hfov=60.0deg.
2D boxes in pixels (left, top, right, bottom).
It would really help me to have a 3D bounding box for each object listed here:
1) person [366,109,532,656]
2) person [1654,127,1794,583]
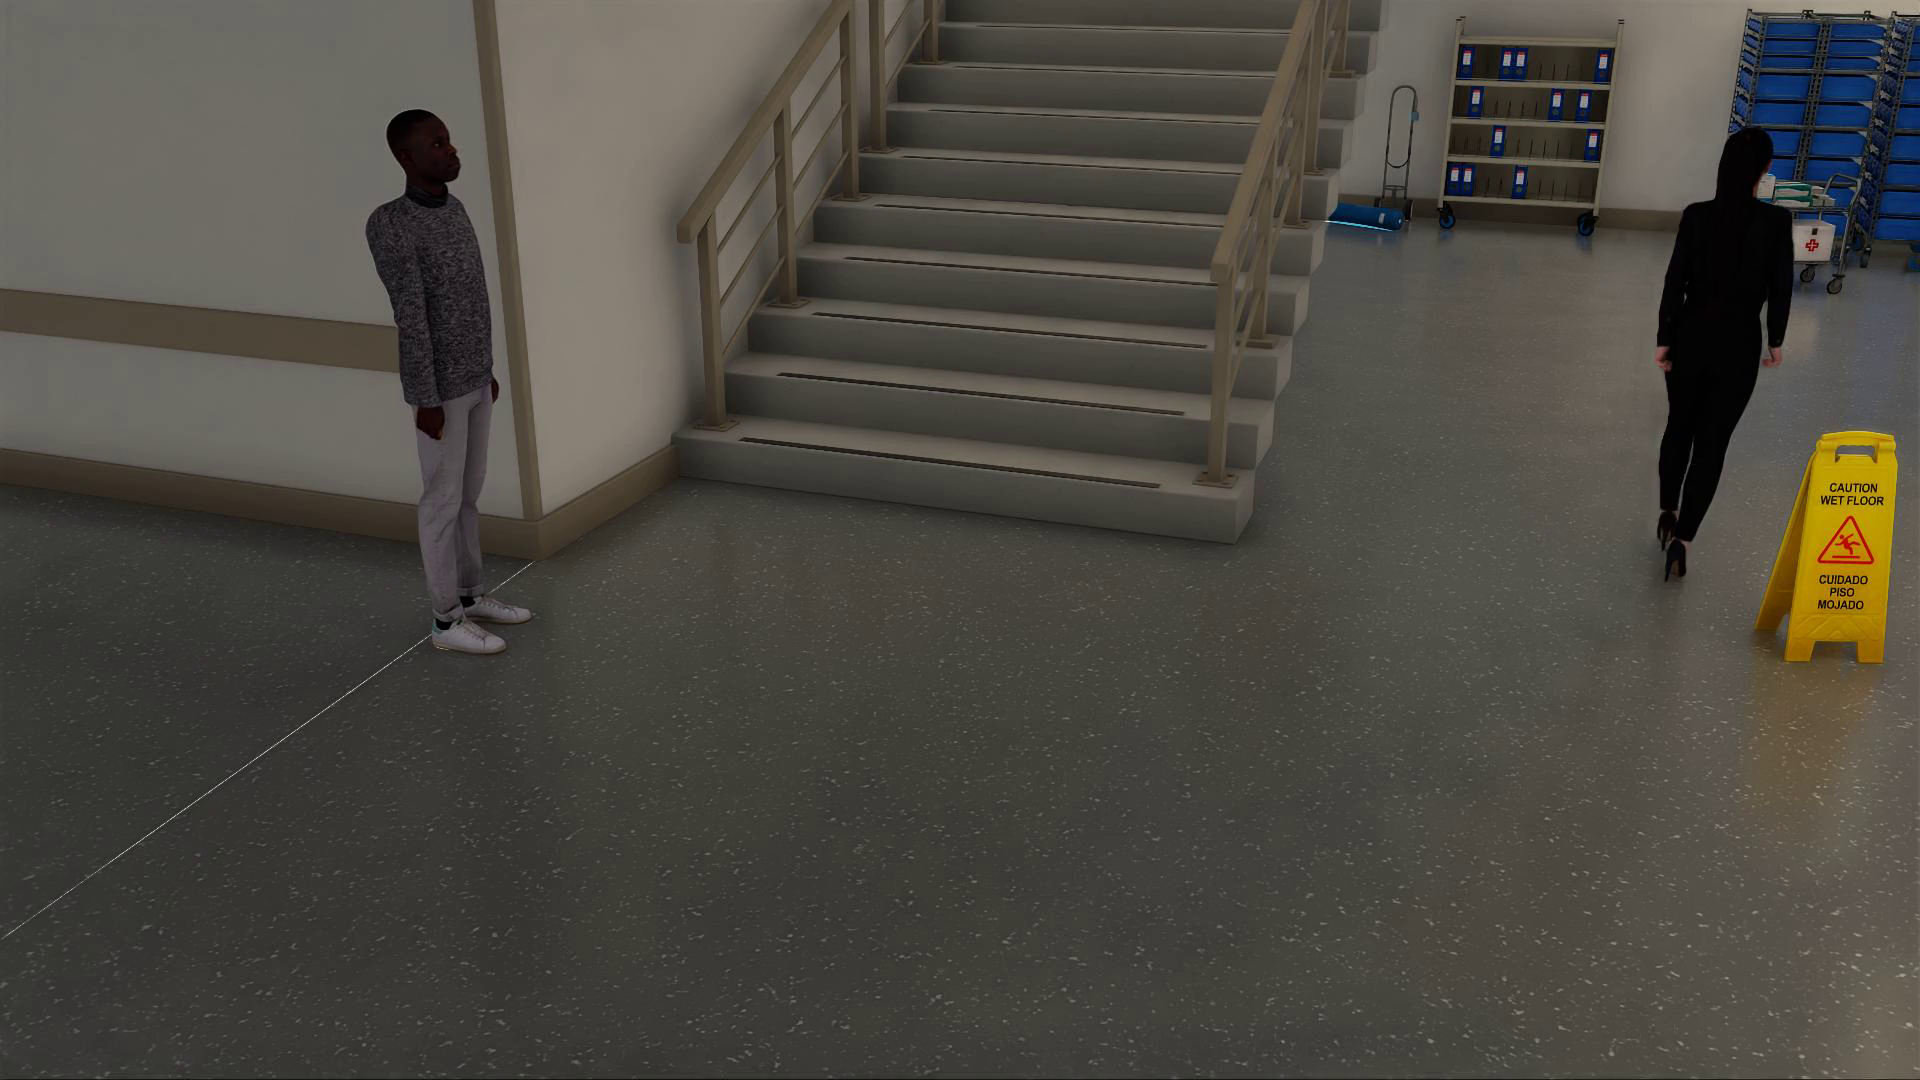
[{"bbox_3d":[-1.763,-0.534,5.684,0.788,1.839,0.570,2,21,6],"label":"person"},{"bbox_3d":[2.807,-0.653,6.215,0.690,1.687,0.802,15,25,34],"label":"person"}]
